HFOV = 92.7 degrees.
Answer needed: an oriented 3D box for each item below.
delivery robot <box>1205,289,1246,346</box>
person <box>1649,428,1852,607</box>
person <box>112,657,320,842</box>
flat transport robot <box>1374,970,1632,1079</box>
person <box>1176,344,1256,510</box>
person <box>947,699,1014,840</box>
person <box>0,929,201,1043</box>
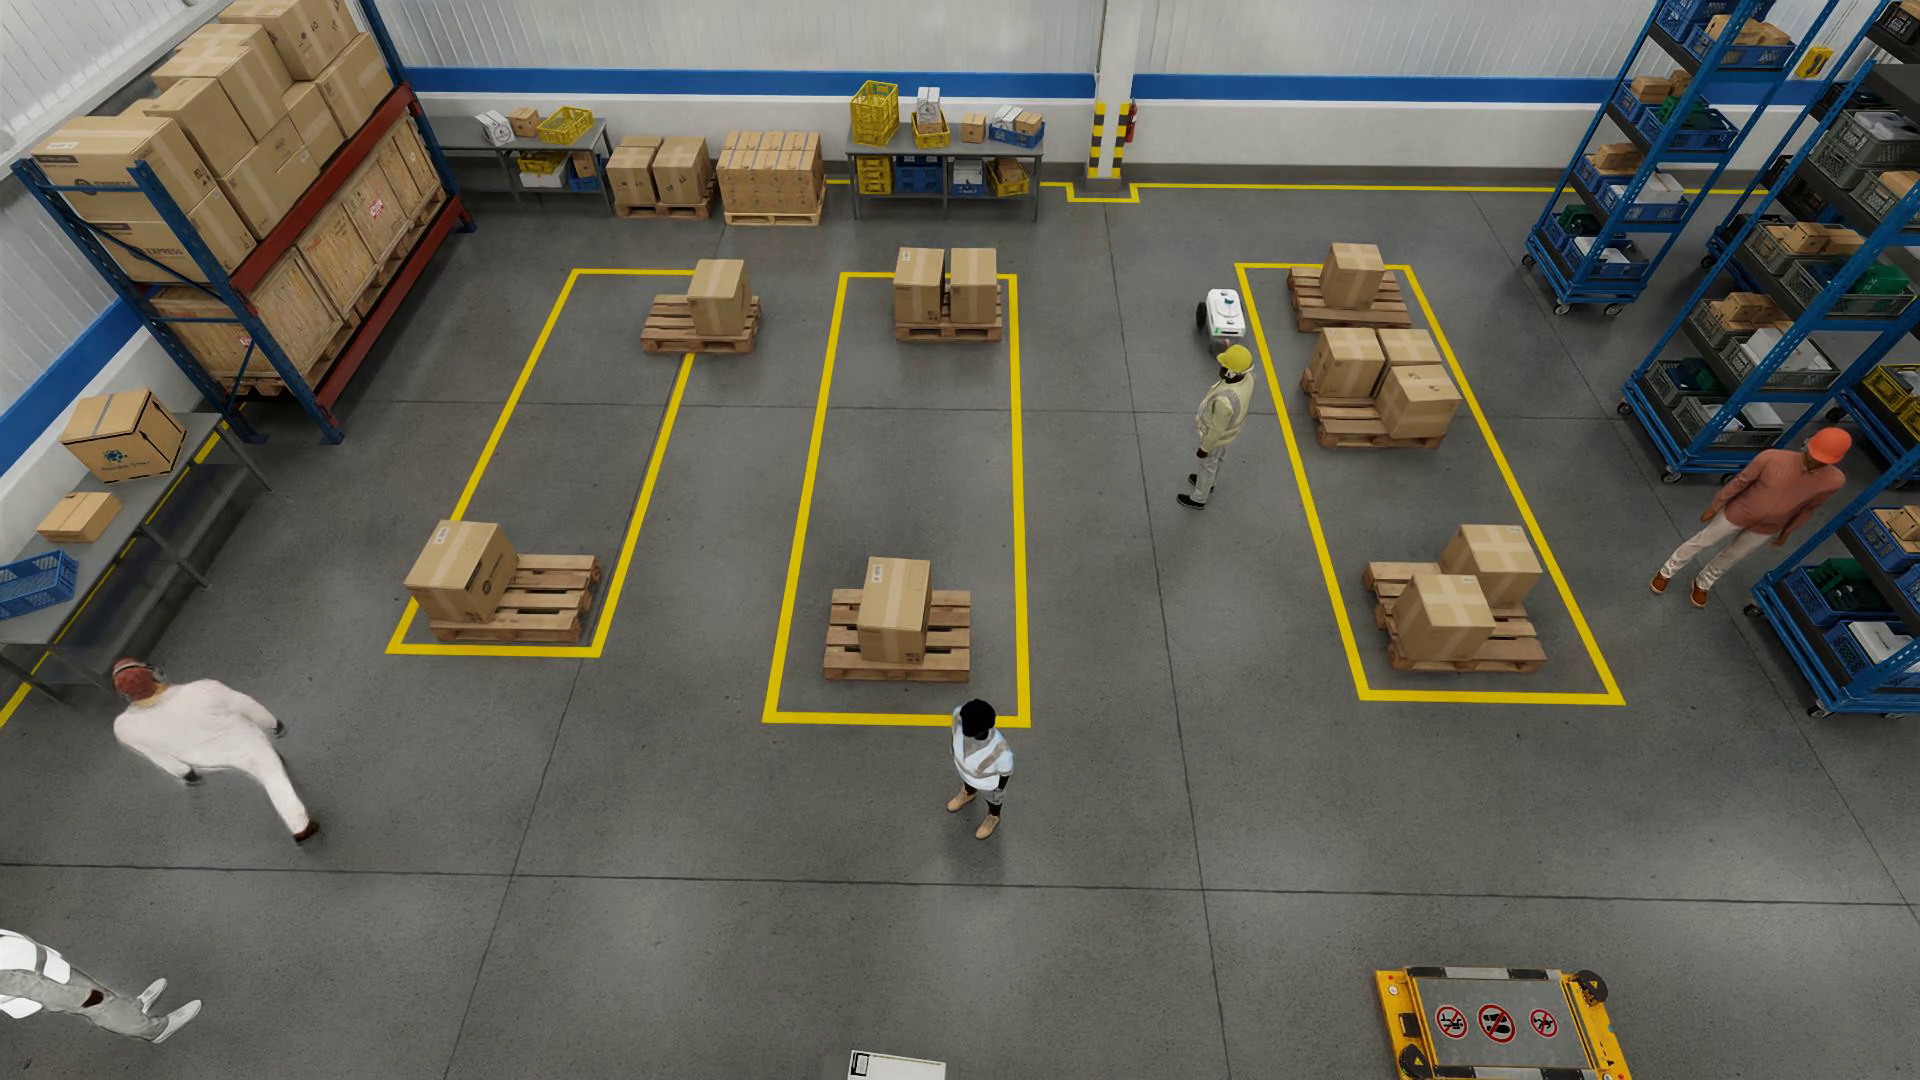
[{"bbox_3d":[2.975,-2.519,10.281,0.477,0.478,0.707,2,51,2],"label":"delivery robot"},{"bbox_3d":[6.491,-0.174,7.506,0.624,1.992,0.390,23,54,18],"label":"person"},{"bbox_3d":[-5.064,1.419,6.296,0.657,1.861,0.958,-25,55,-19],"label":"person"},{"bbox_3d":[3.501,3.133,5.914,1.431,0.197,0.652,1,51,1],"label":"flat transport robot"},{"bbox_3d":[2.323,-1.010,8.291,0.404,1.832,0.597,27,56,20],"label":"person"},{"bbox_3d":[0.123,1.562,6.280,0.317,1.695,0.540,-36,59,-26],"label":"person"},{"bbox_3d":[-5.318,2.560,5.329,0.593,1.915,0.391,20,53,15],"label":"person"}]
